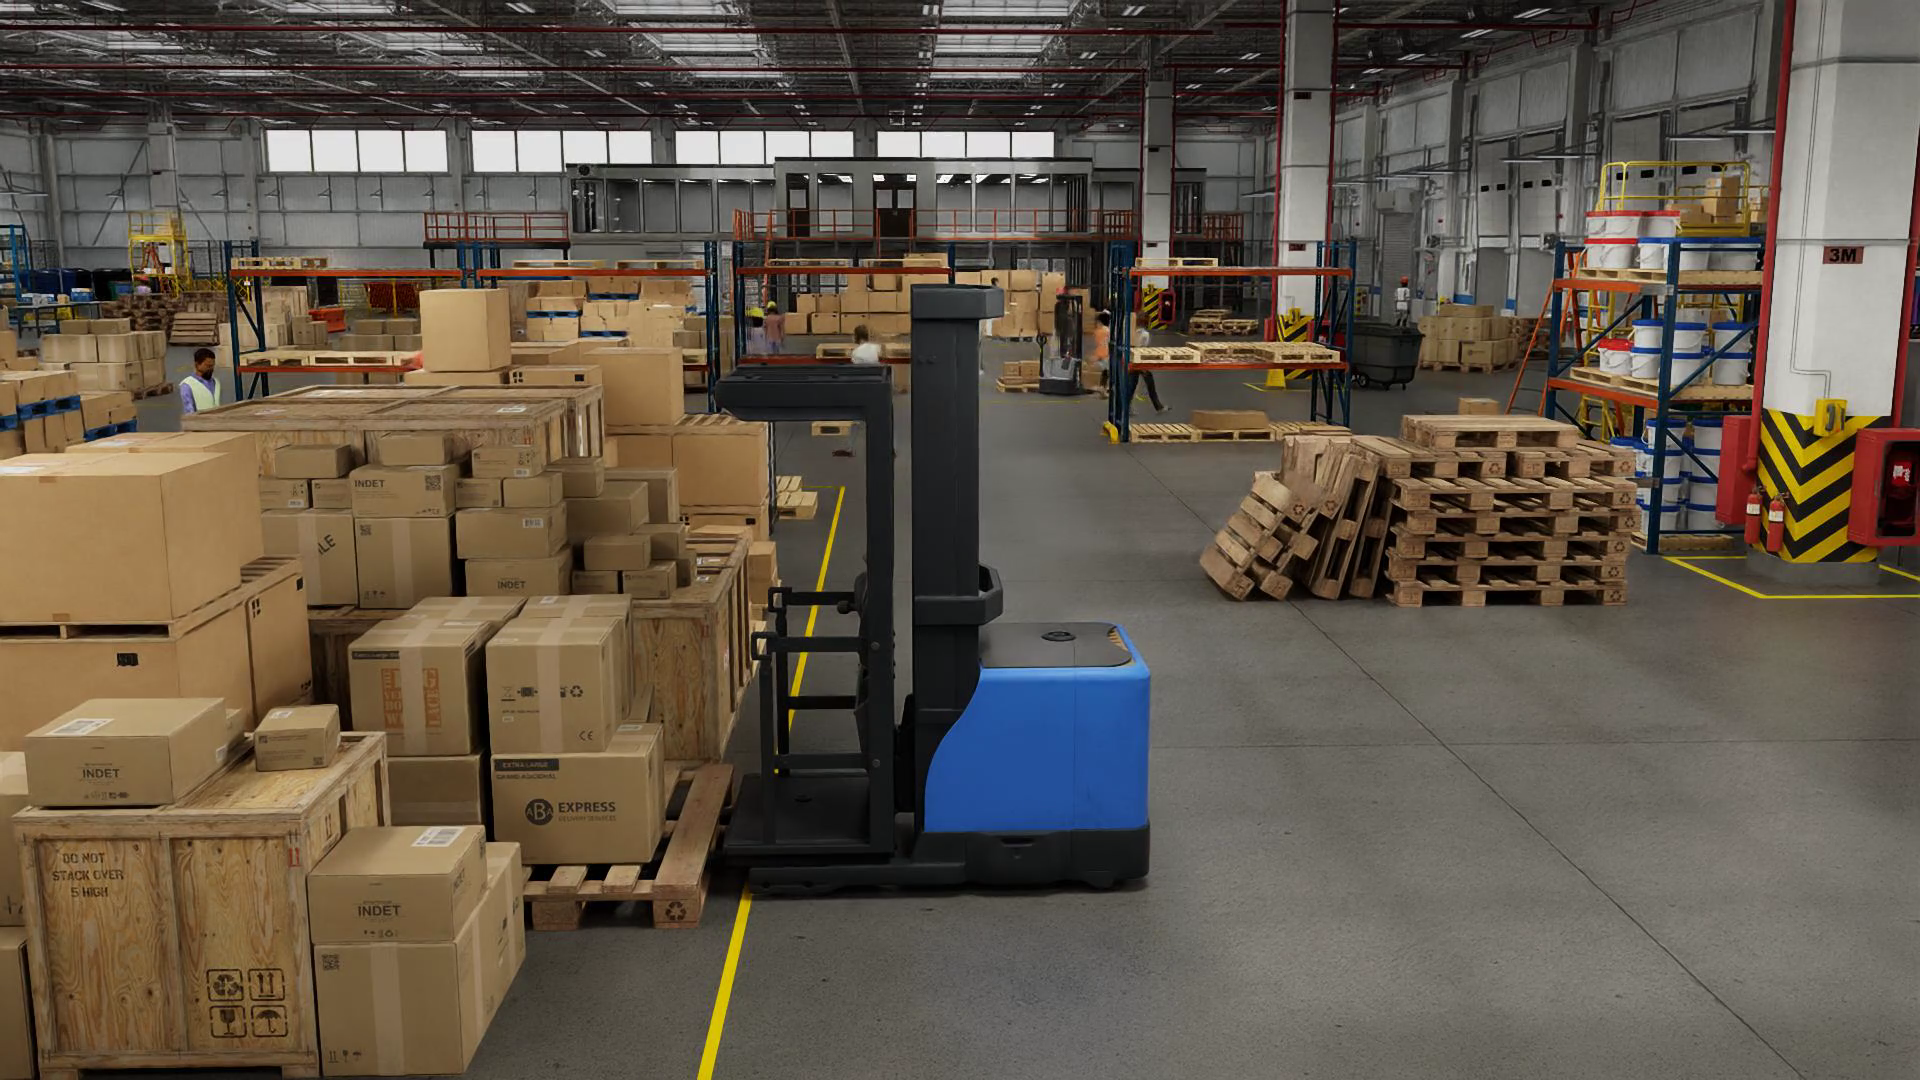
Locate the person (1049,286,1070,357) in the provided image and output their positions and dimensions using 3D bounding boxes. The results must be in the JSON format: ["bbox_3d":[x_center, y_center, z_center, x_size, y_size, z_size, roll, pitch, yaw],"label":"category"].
[{"bbox_3d":[2.351,-5.055,39.700,0.846,1.964,0.634,10,14,43],"label":"person"}]

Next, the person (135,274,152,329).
[{"bbox_3d":[-25.516,-7.282,51.971,0.619,2.018,0.830,3,11,18],"label":"person"}]

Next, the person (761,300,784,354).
[{"bbox_3d":[-4.126,-4.405,36.685,0.529,1.748,0.598,-4,11,-20],"label":"person"}]

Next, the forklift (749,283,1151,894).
[{"bbox_3d":[-0.056,0.174,8.009,1.873,2.768,1.129,0,10,-2],"label":"forklift"}]

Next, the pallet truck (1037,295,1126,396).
[{"bbox_3d":[2.483,-3.881,33.060,1.885,1.965,0.823,-7,13,-36],"label":"pallet truck"}]

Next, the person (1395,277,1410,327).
[{"bbox_3d":[13.818,-7.224,51.852,0.357,1.938,0.543,-8,13,-36],"label":"person"}]

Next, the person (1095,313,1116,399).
[{"bbox_3d":[2.810,-3.543,32.076,0.365,1.669,0.568,-6,12,-31],"label":"person"}]

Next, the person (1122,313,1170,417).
[{"bbox_3d":[3.216,-3.036,28.916,0.950,1.791,0.533,-5,11,-26],"label":"person"}]

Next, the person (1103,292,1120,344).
[{"bbox_3d":[3.421,-4.537,36.937,0.586,1.917,0.381,-3,11,-15],"label":"person"}]

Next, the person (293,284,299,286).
[{"bbox_3d":[-18.331,-6.157,46.095,0.521,1.873,0.335,-4,11,-22],"label":"person"}]

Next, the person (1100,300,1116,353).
[{"bbox_3d":[3.147,-4.115,34.924,0.430,1.812,0.754,-1,10,-7],"label":"person"}]

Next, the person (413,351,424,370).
[{"bbox_3d":[-5.387,-0.963,17.025,0.571,1.913,0.780,-8,13,-39],"label":"person"}]

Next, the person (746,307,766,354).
[{"bbox_3d":[-3.685,-3.224,29.735,0.977,1.890,0.600,5,11,24],"label":"person"}]

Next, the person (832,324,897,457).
[{"bbox_3d":[-1.313,-2.063,23.241,1.005,1.896,0.645,3,11,19],"label":"person"}]

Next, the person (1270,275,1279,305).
[{"bbox_3d":[14.697,-11.773,77.176,0.640,1.948,0.951,3,11,15],"label":"person"}]

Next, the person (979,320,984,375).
[{"bbox_3d":[0.292,-4.582,37.803,0.502,1.695,0.895,6,12,32],"label":"person"}]

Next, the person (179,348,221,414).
[{"bbox_3d":[-8.072,-1.093,17.769,0.399,1.913,0.589,2,10,8],"label":"person"}]

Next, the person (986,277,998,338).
[{"bbox_3d":[1.035,-7.311,52.376,0.379,1.931,0.625,4,11,21],"label":"person"}]
